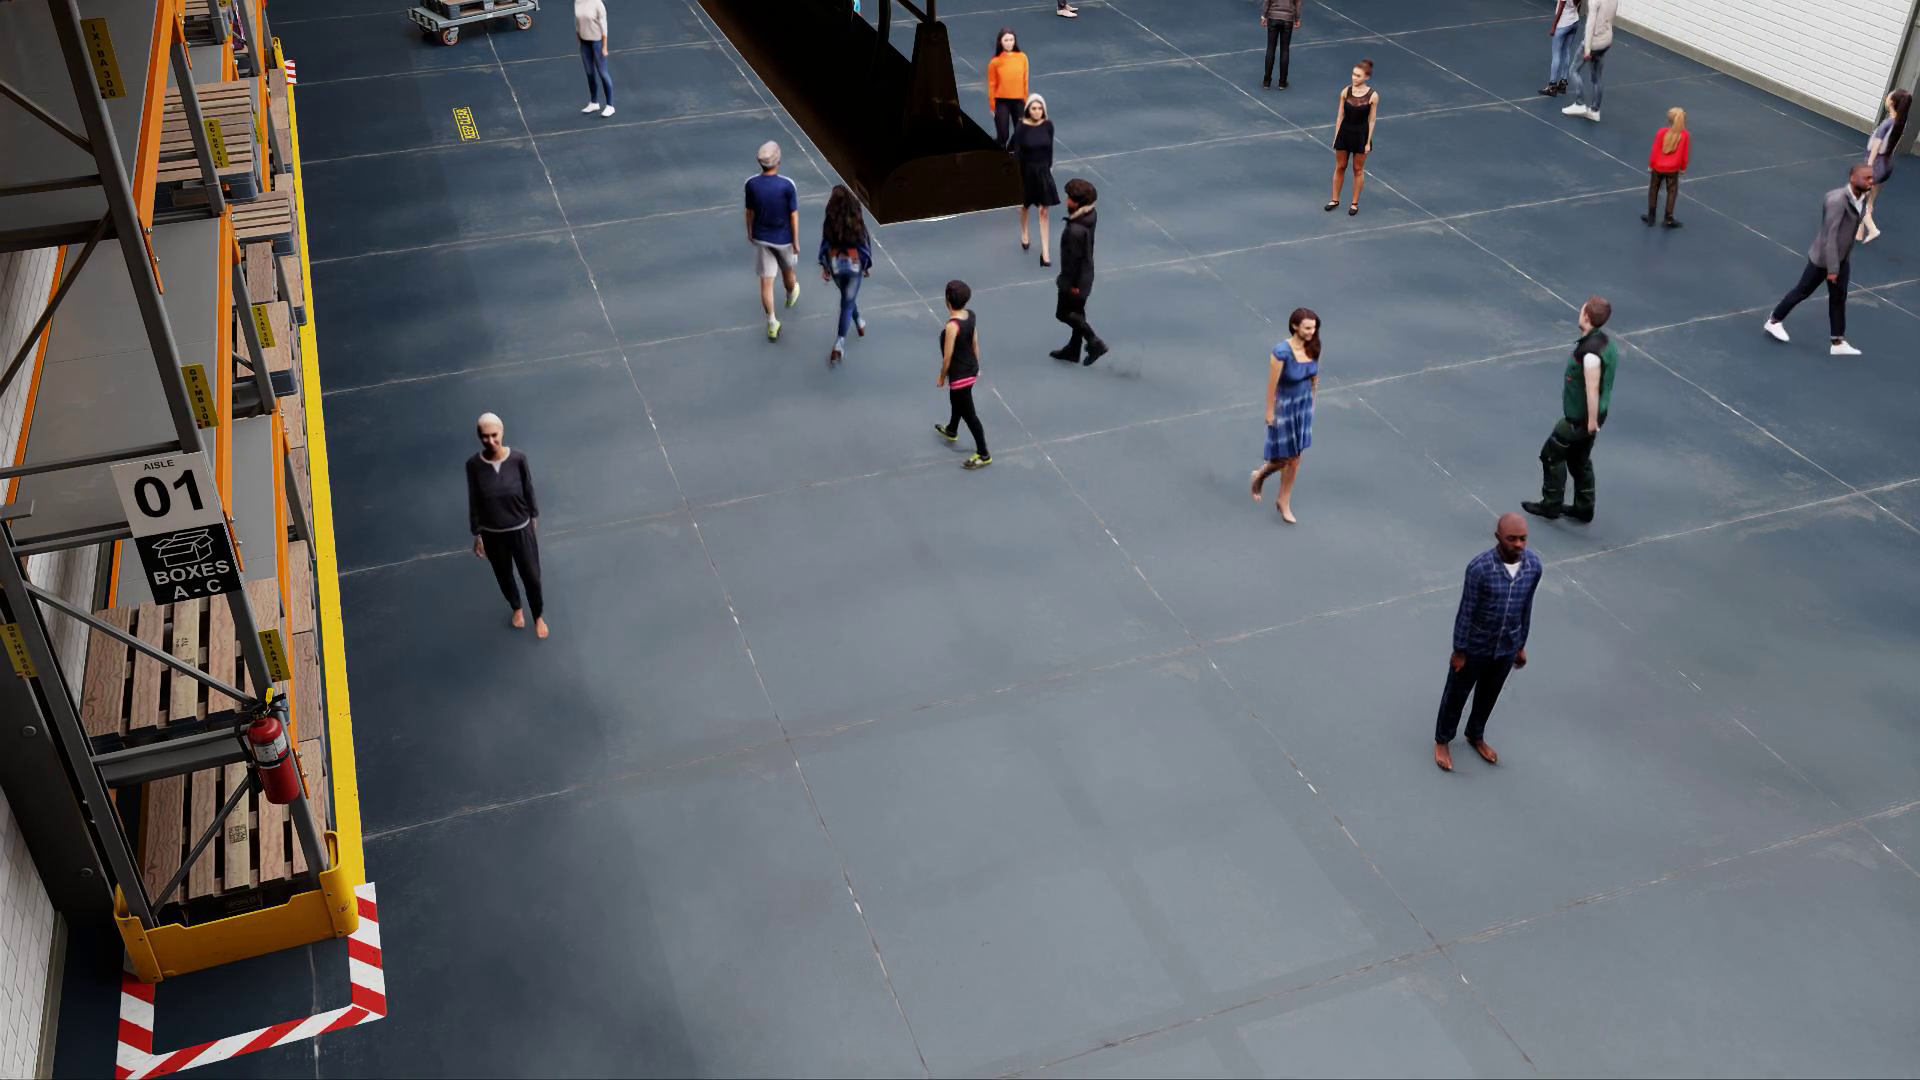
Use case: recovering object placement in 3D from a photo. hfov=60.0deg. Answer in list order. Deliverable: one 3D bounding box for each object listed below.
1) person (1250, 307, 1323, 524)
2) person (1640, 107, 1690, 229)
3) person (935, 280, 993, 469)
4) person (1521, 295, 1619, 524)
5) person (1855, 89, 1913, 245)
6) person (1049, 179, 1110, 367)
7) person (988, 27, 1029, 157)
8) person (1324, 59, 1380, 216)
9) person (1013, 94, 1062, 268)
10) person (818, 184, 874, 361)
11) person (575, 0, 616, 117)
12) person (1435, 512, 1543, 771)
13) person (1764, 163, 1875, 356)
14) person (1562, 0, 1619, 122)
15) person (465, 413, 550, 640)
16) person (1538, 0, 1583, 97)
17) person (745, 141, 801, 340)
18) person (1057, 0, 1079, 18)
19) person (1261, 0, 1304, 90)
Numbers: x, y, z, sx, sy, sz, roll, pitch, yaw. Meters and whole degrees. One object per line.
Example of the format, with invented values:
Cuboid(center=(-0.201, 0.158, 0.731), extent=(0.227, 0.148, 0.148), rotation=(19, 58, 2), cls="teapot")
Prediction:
Cuboid(center=(2.465, -0.966, 12.699), extent=(0.764, 1.799, 0.828), rotation=(-20, 38, -27), cls="person")
Cuboid(center=(7.527, -3.947, 17.667), extent=(0.708, 1.265, 0.738), rotation=(17, 37, 24), cls="person")
Cuboid(center=(0.058, -1.342, 13.517), extent=(1.004, 1.520, 0.951), rotation=(8, 35, 12), cls="person")
Cuboid(center=(4.790, -0.930, 12.649), extent=(0.915, 1.796, 0.849), rotation=(14, 36, 20), cls="person")
Cuboid(center=(9.505, -3.797, 17.106), extent=(0.649, 1.636, 0.741), rotation=(-16, 37, -23), cls="person")
Cuboid(center=(1.118, -2.353, 14.814), extent=(0.926, 1.768, 0.880), rotation=(12, 35, 17), cls="person")
Cuboid(center=(0.515, -4.910, 18.686), extent=(0.625, 1.741, 0.658), rotation=(-11, 35, -16), cls="person")
Cuboid(center=(4.243, -4.337, 17.882), extent=(0.672, 1.676, 0.742), rotation=(18, 37, 25), cls="person")
Cuboid(center=(0.715, -3.683, 16.874), extent=(0.762, 1.702, 1.203), rotation=(-6, 34, -9), cls="person")
Cuboid(center=(-1.042, -2.381, 15.022), extent=(1.008, 1.585, 1.135), rotation=(8, 34, 12), cls="person")
Cuboid(center=(-4.517, -6.107, 20.505), extent=(0.662, 1.719, 0.739), rotation=(17, 37, 24), cls="person")
Cuboid(center=(3.268, 0.606, 10.317), extent=(0.690, 1.819, 0.640), rotation=(-7, 34, -10), cls="person")
Cuboid(center=(7.822, -2.574, 15.147), extent=(0.848, 1.768, 1.202), rotation=(-16, 37, -23), cls="person")
Cuboid(center=(7.824, -6.004, 20.253), extent=(0.768, 1.828, 0.813), rotation=(-21, 39, -28), cls="person")
Cuboid(center=(-3.167, -0.150, 11.550), extent=(0.641, 1.712, 0.682), rotation=(-8, 34, -11), cls="person")
Cuboid(center=(7.710, -6.538, 21.154), extent=(0.632, 1.719, 0.601), rotation=(-20, 39, -27), cls="person")
Cuboid(center=(-1.738, -2.731, 15.358), extent=(0.933, 1.796, 1.205), rotation=(1, 34, 1), cls="person")
Cuboid(center=(1.550, -8.547, 24.083), extent=(0.840, 1.824, 0.713), rotation=(5, 34, 7), cls="person")
Cuboid(center=(4.110, -6.683, 21.329), extent=(0.721, 1.768, 0.713), rotation=(1, 34, 2), cls="person")
